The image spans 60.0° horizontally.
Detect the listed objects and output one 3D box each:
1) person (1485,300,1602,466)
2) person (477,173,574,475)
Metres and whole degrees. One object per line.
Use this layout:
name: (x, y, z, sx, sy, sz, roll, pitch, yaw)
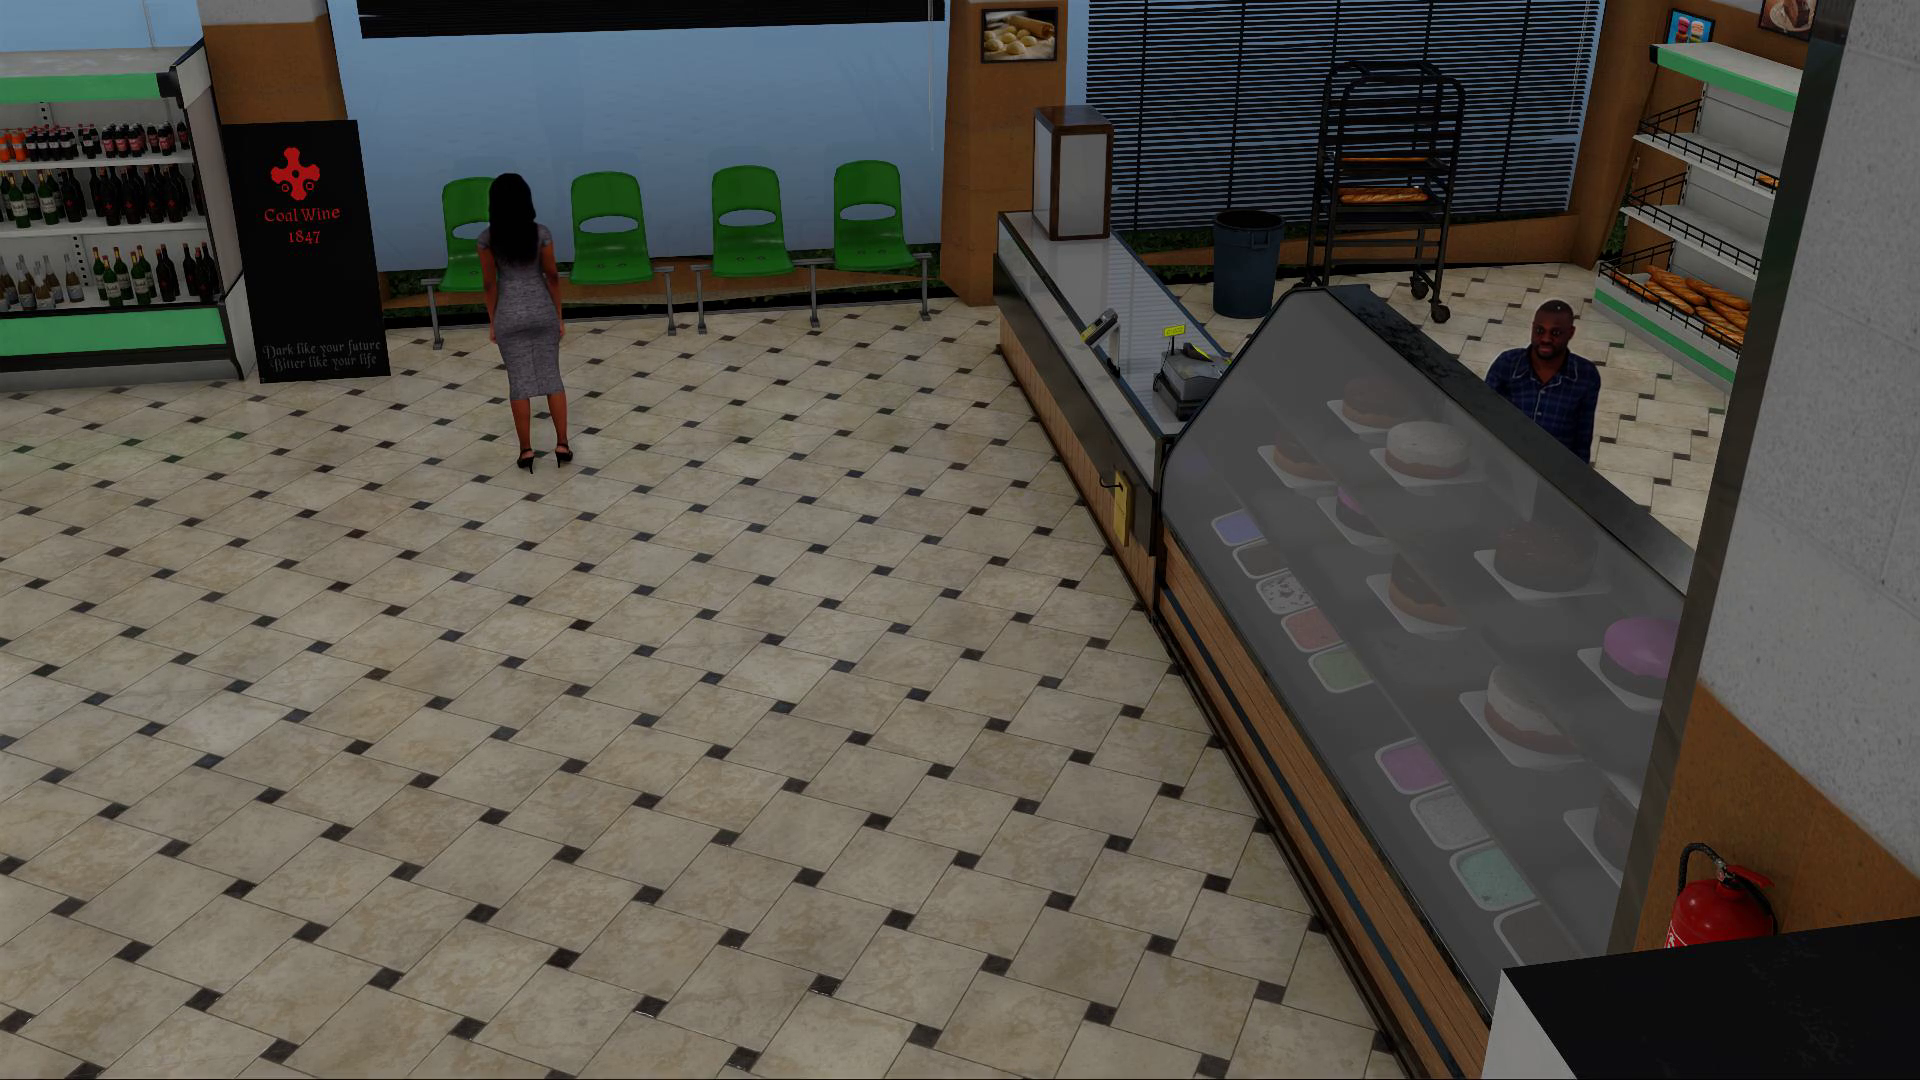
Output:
person: (2.580, -0.225, 7.573, 0.722, 1.824, 0.836, 9, 28, 18)
person: (-2.507, -1.244, 9.629, 0.496, 1.781, 0.673, -9, 28, -16)
